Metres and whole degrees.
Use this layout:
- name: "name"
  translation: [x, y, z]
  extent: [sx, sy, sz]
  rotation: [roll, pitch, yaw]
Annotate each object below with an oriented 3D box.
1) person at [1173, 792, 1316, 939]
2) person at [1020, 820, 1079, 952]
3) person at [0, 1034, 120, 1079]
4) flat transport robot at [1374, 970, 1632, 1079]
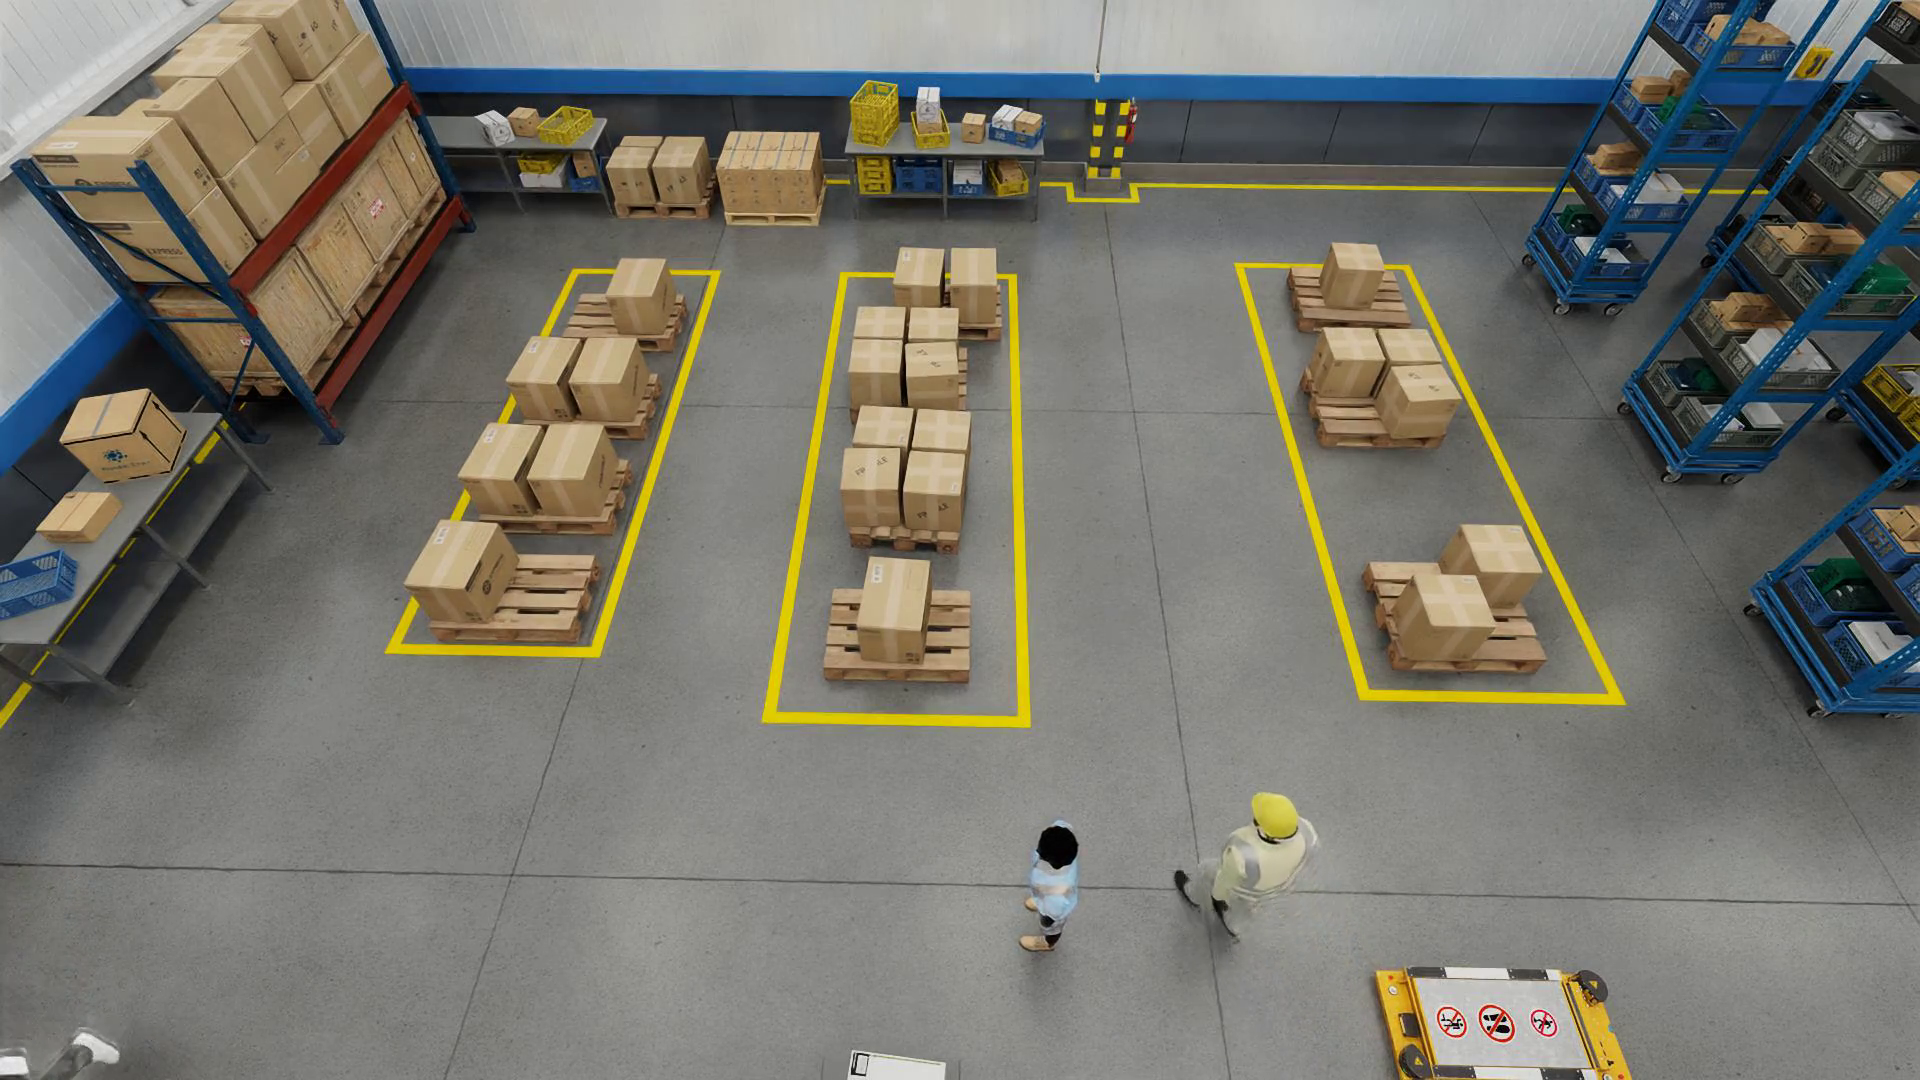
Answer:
- name: "person"
  translation: [1.796, 1.994, 5.852]
  extent: [0.600, 1.811, 0.654]
  rotation: [-12, 52, -10]
- name: "person"
  translation: [0.579, 2.195, 5.770]
  extent: [0.319, 1.694, 0.535]
  rotation: [6, 51, 5]
- name: "person"
  translation: [-5.273, 2.991, 4.999]
  extent: [0.634, 1.889, 0.746]
  rotation: [-8, 51, -7]
- name: "flat transport robot"
  translation: [3.501, 3.133, 5.914]
  extent: [1.431, 0.197, 0.652]
  rotation: [1, 51, 1]
